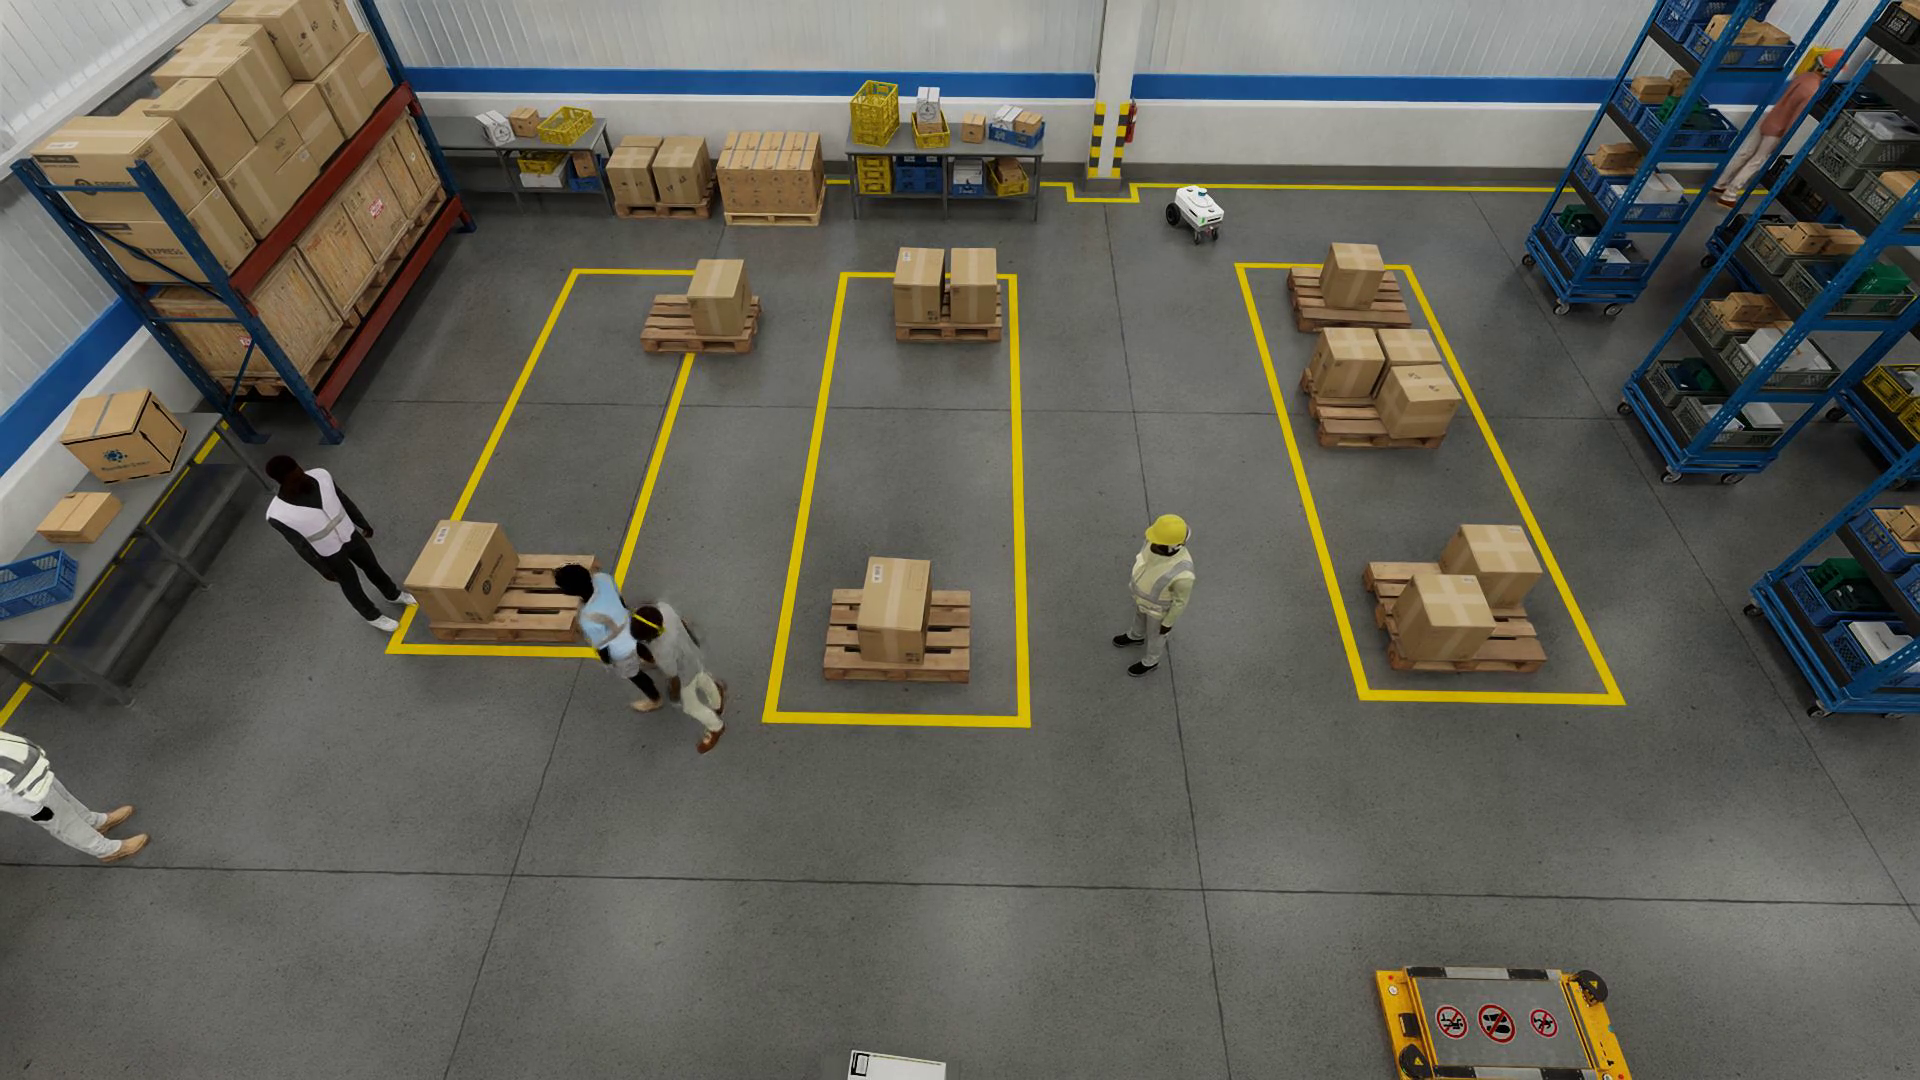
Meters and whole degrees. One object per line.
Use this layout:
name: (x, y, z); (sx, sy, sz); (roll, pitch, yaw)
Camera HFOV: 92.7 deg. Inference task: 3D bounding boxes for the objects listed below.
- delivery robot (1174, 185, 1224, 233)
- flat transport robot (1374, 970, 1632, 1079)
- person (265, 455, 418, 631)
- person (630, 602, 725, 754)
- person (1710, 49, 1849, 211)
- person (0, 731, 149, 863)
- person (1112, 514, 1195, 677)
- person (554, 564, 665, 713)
delivery robot: (3.047, -4.236, 11.681); (0.477, 0.478, 0.707); (-17, 53, -14)
flat transport robot: (3.501, 3.133, 5.914); (1.431, 0.197, 0.652); (1, 51, 1)
person: (-5.031, 0.017, 7.407); (0.400, 1.915, 0.591); (11, 52, 9)
person: (-2.041, 0.898, 6.742); (0.315, 1.836, 0.693); (-8, 51, -6)
person: (10.381, -5.177, 11.599); (0.430, 1.981, 0.636); (12, 52, 10)
person: (-6.274, 1.623, 6.139); (0.633, 1.840, 0.429); (37, 60, 26)
person: (1.504, 0.427, 7.120); (0.404, 1.829, 0.600); (-13, 52, -10)
person: (-2.624, 0.742, 6.964); (0.359, 1.679, 0.549); (-6, 51, -5)
